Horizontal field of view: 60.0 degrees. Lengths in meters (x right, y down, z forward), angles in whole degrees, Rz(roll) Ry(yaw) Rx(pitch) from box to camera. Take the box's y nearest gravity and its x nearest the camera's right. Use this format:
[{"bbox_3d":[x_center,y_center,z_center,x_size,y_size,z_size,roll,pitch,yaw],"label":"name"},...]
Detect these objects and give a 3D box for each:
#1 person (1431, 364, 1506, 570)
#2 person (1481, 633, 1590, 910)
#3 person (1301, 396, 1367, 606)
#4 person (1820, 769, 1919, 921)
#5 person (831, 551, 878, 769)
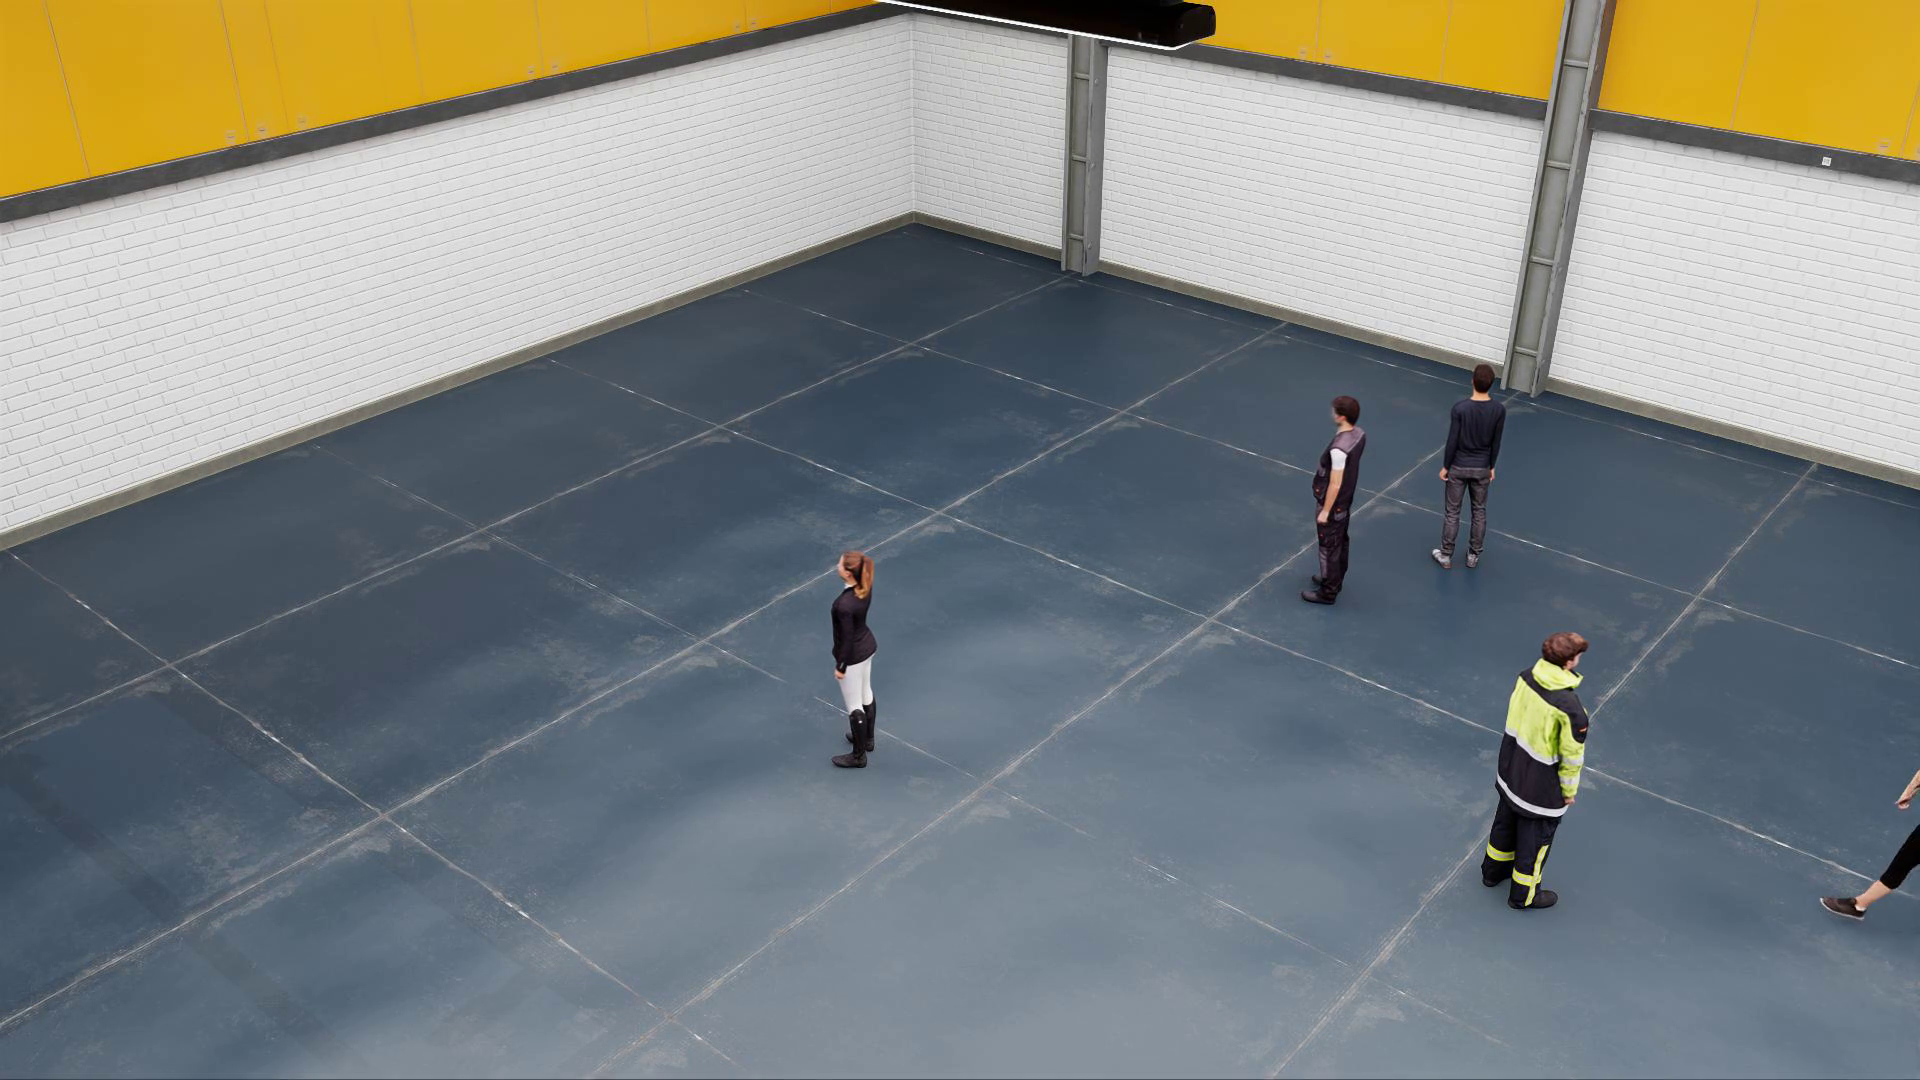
[{"bbox_3d":[4.391,-0.621,14.320,0.694,1.869,0.774,0,29,0],"label":"person"},{"bbox_3d":[3.629,1.426,10.450,0.926,1.983,0.780,-11,31,-20],"label":"person"},{"bbox_3d":[3.140,-0.341,13.829,0.628,1.848,0.689,15,32,26],"label":"person"},{"bbox_3d":[6.107,1.728,10.216,1.240,1.676,0.956,7,29,12],"label":"person"},{"bbox_3d":[-0.748,0.834,11.799,0.660,1.729,0.647,9,30,16],"label":"person"}]
